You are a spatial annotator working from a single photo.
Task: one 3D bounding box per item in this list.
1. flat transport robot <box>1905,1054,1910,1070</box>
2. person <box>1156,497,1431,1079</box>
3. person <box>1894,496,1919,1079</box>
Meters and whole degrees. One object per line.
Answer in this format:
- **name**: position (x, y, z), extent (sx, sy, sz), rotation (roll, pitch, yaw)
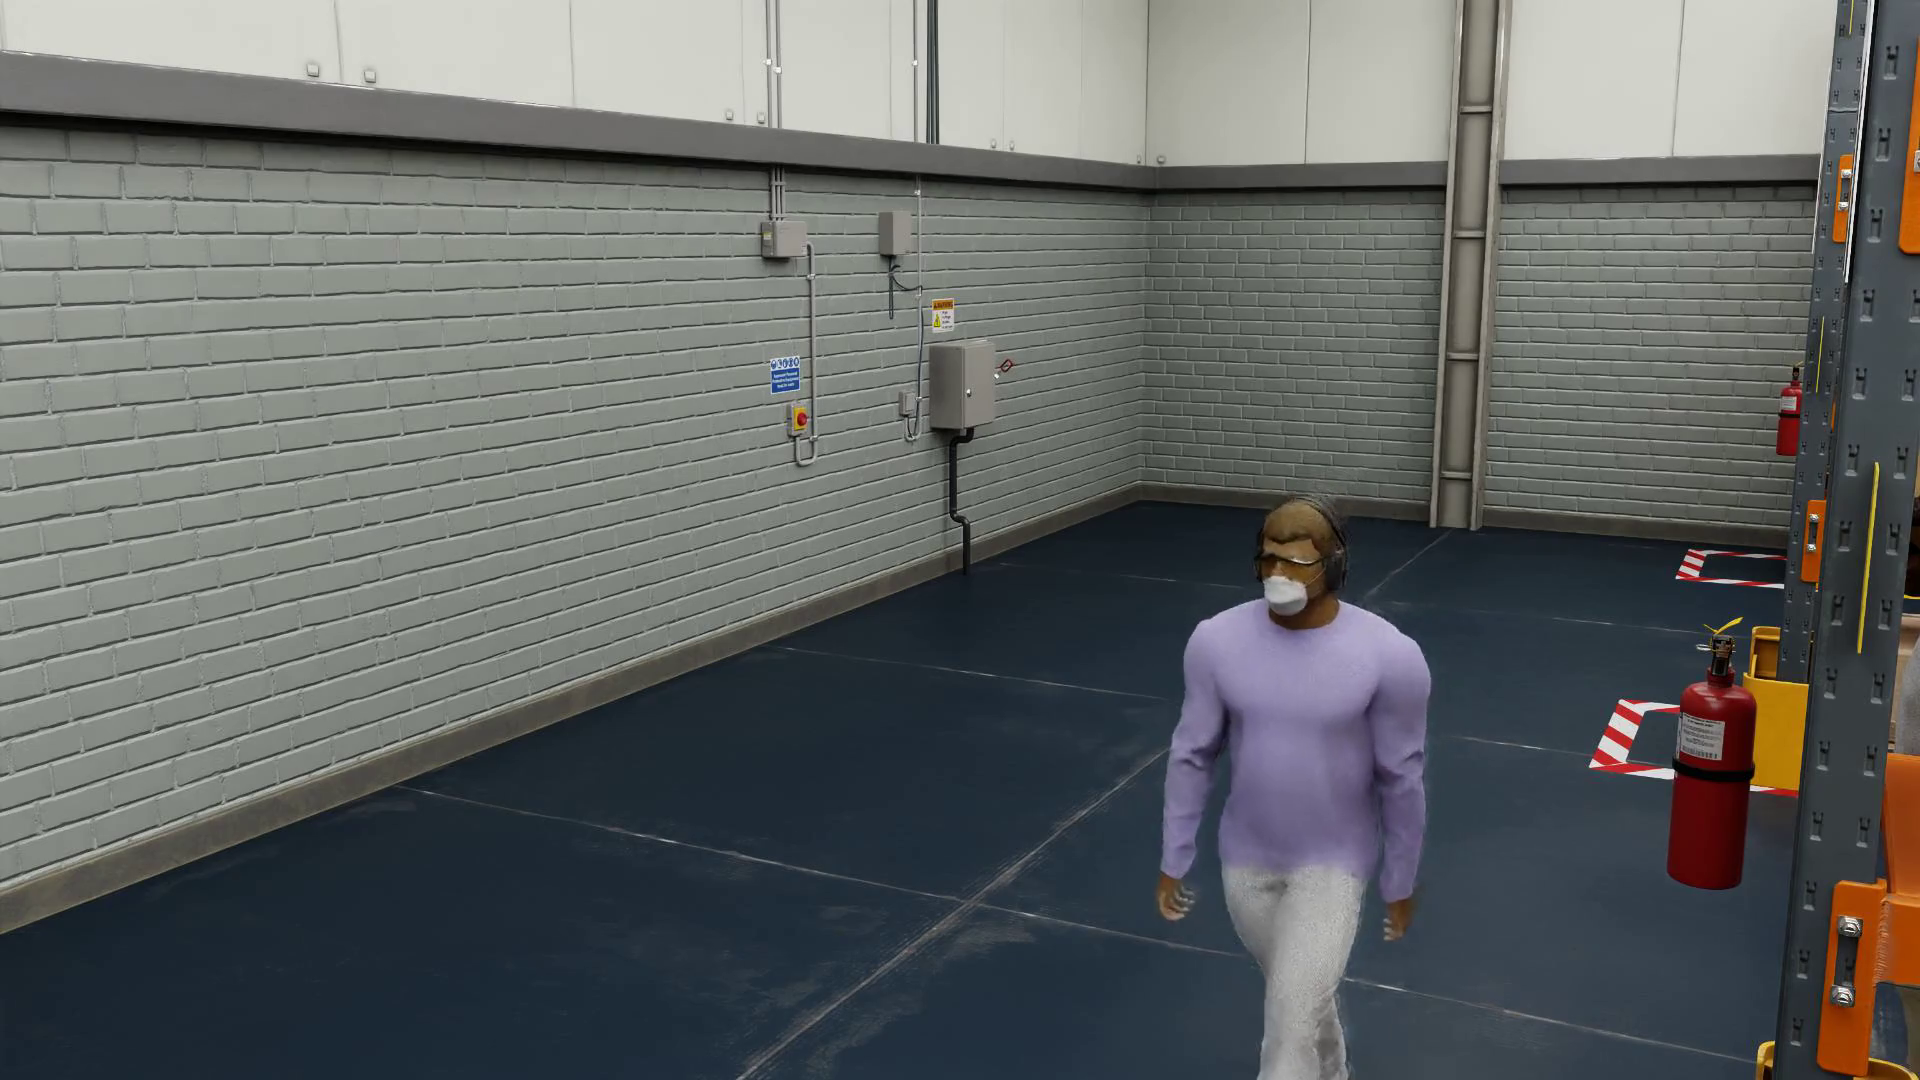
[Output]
- **flat transport robot**: position (3.427, 1.580, 4.457), extent (1.431, 0.197, 0.652), rotation (3, 11, 13)
- **person**: position (0.845, 0.815, 4.254), extent (0.644, 1.886, 1.048), rotation (7, 13, 34)
- **person**: position (2.578, 0.795, 4.425), extent (0.324, 1.856, 0.516), rotation (6, 12, 29)
